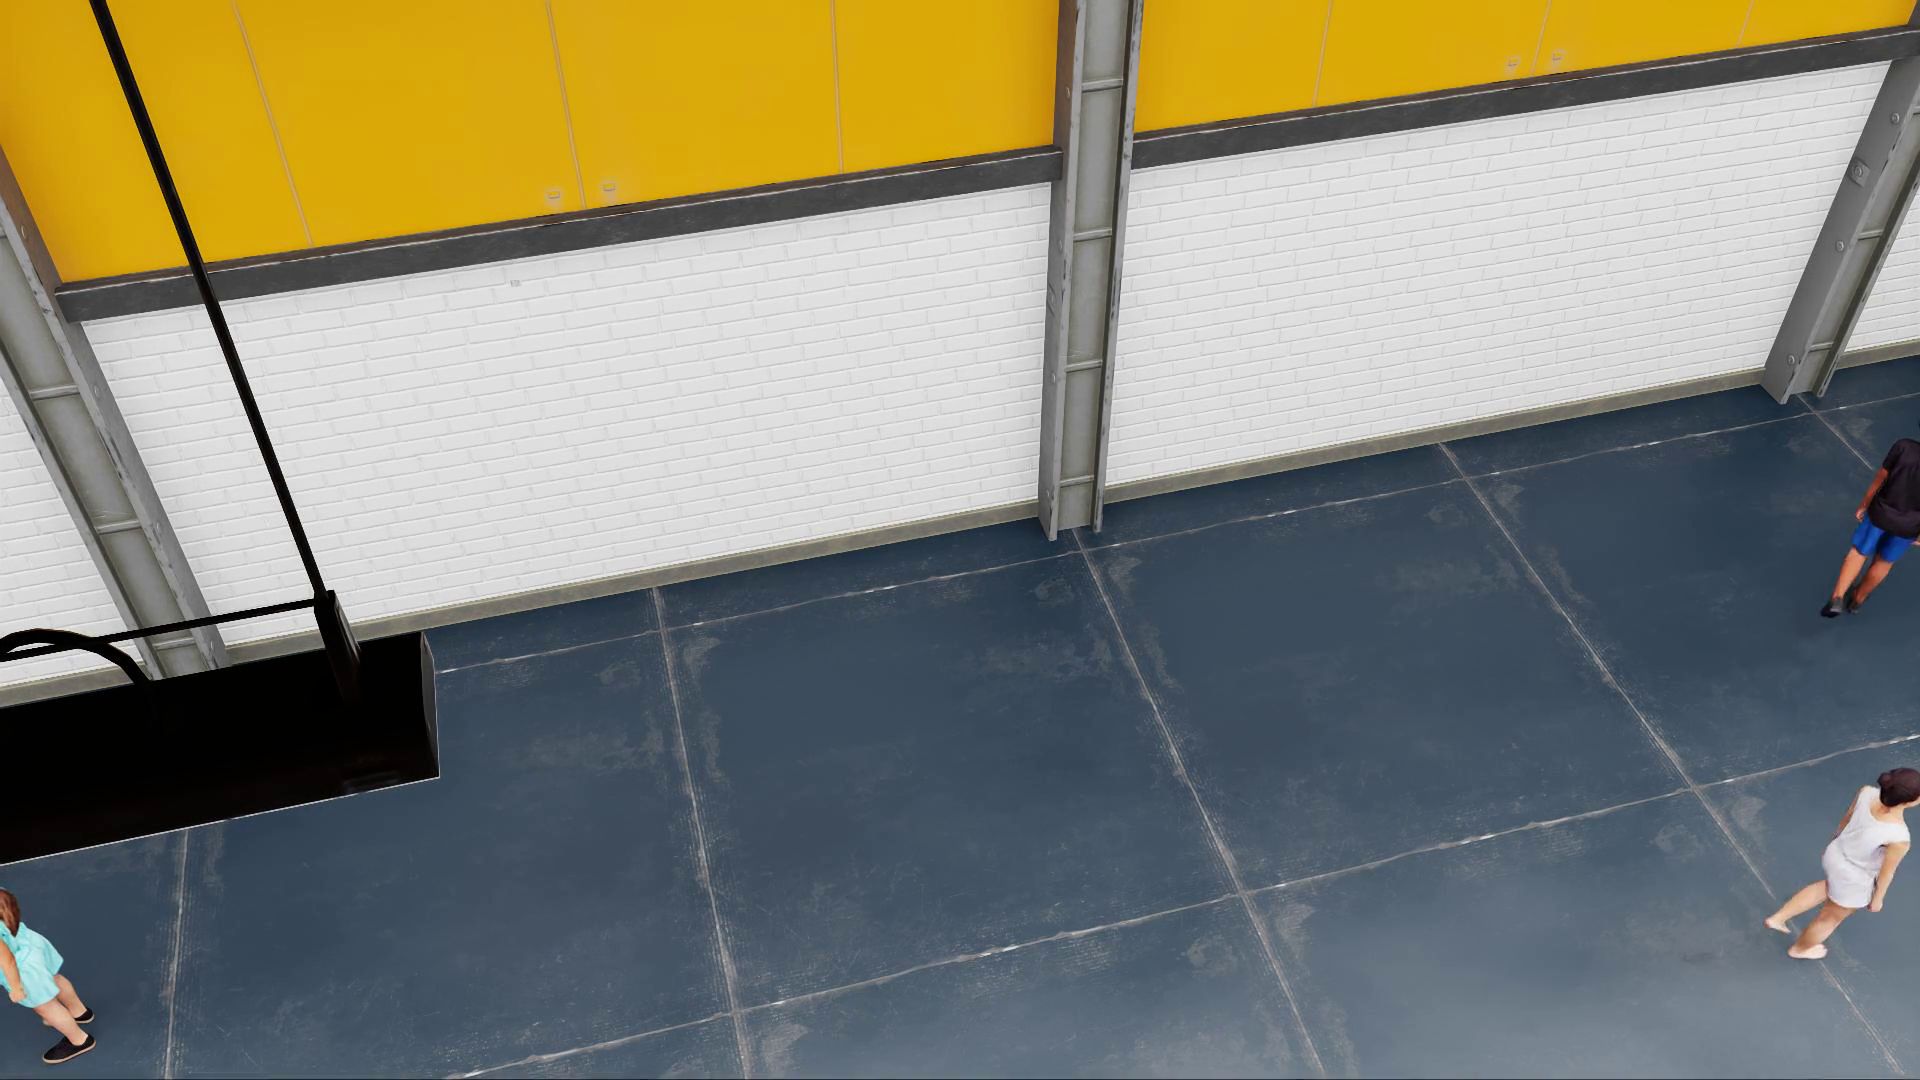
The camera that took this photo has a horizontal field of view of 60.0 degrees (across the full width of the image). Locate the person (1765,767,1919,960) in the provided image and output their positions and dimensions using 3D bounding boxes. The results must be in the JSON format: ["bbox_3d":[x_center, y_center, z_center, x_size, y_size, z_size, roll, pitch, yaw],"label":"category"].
[{"bbox_3d":[4.699,1.772,8.901,0.652,1.598,0.611,-3,44,-3],"label":"person"}]

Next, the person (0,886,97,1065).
[{"bbox_3d":[-4.825,2.151,8.532,0.529,1.558,0.546,-12,45,-12],"label":"person"}]

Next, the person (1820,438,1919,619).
[{"bbox_3d":[6.032,-0.111,10.742,0.895,1.784,1.024,31,52,28],"label":"person"}]
